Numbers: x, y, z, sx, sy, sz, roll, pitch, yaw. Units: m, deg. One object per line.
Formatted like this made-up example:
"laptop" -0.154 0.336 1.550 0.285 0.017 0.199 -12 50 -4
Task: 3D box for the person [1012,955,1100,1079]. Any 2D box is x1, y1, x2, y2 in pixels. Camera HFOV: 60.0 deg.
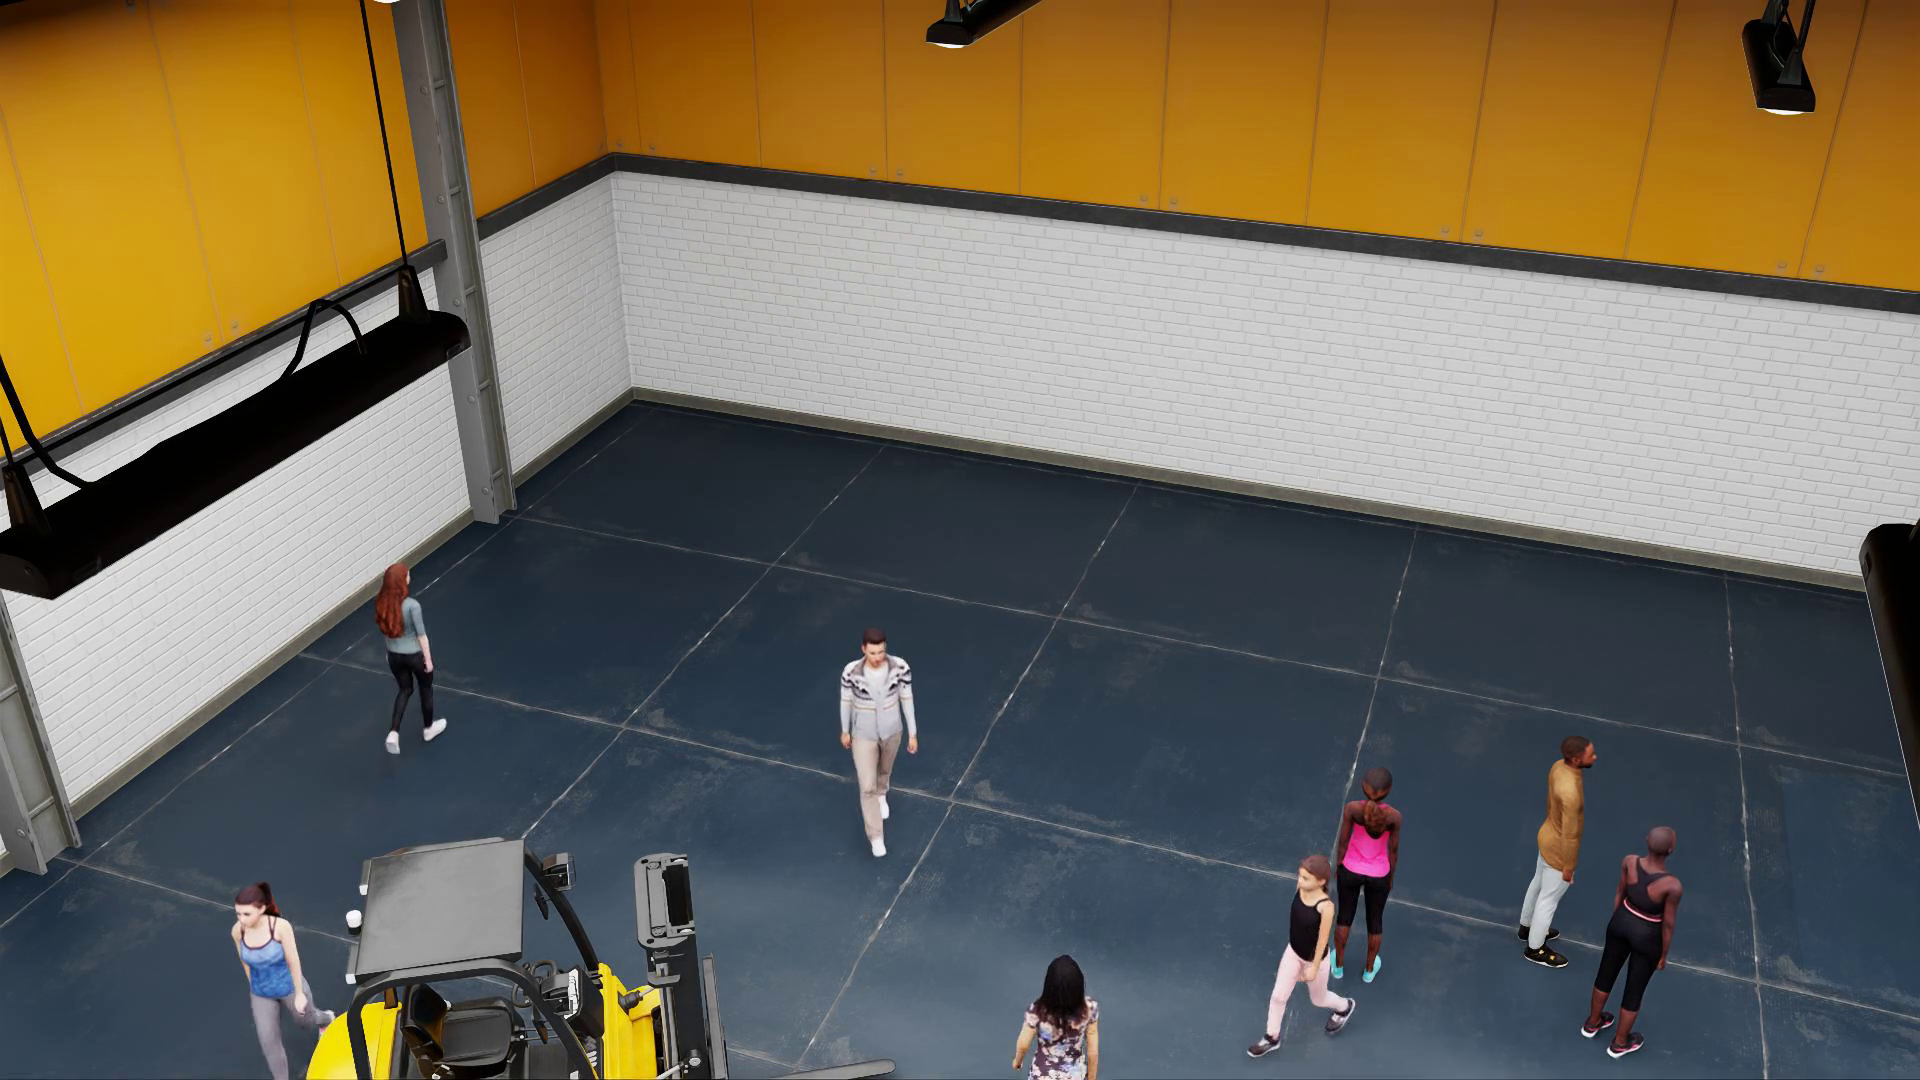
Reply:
"person" 0.579 3.191 9.589 1.039 1.678 1.195 -8 30 -15

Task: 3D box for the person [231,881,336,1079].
"person" -4.232 2.781 10.439 0.784 1.583 1.092 1 29 1

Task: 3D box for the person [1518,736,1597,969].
"person" 4.105 2.106 11.434 0.739 1.816 0.570 3 29 5

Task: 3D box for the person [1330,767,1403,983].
"person" 2.738 2.258 11.254 0.553 1.723 0.541 9 30 16

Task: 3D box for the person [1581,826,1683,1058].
"person" 4.324 2.551 10.682 0.687 1.756 0.659 -21 35 -33

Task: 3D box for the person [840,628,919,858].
"person" -0.641 1.414 12.702 1.111 1.817 1.268 -7 29 -12

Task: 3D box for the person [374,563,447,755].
"person" -4.543 1.002 13.554 0.607 1.725 0.956 9 30 16

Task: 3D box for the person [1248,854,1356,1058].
"person" 2.302 2.658 10.716 1.072 1.535 0.912 -18 33 -29
